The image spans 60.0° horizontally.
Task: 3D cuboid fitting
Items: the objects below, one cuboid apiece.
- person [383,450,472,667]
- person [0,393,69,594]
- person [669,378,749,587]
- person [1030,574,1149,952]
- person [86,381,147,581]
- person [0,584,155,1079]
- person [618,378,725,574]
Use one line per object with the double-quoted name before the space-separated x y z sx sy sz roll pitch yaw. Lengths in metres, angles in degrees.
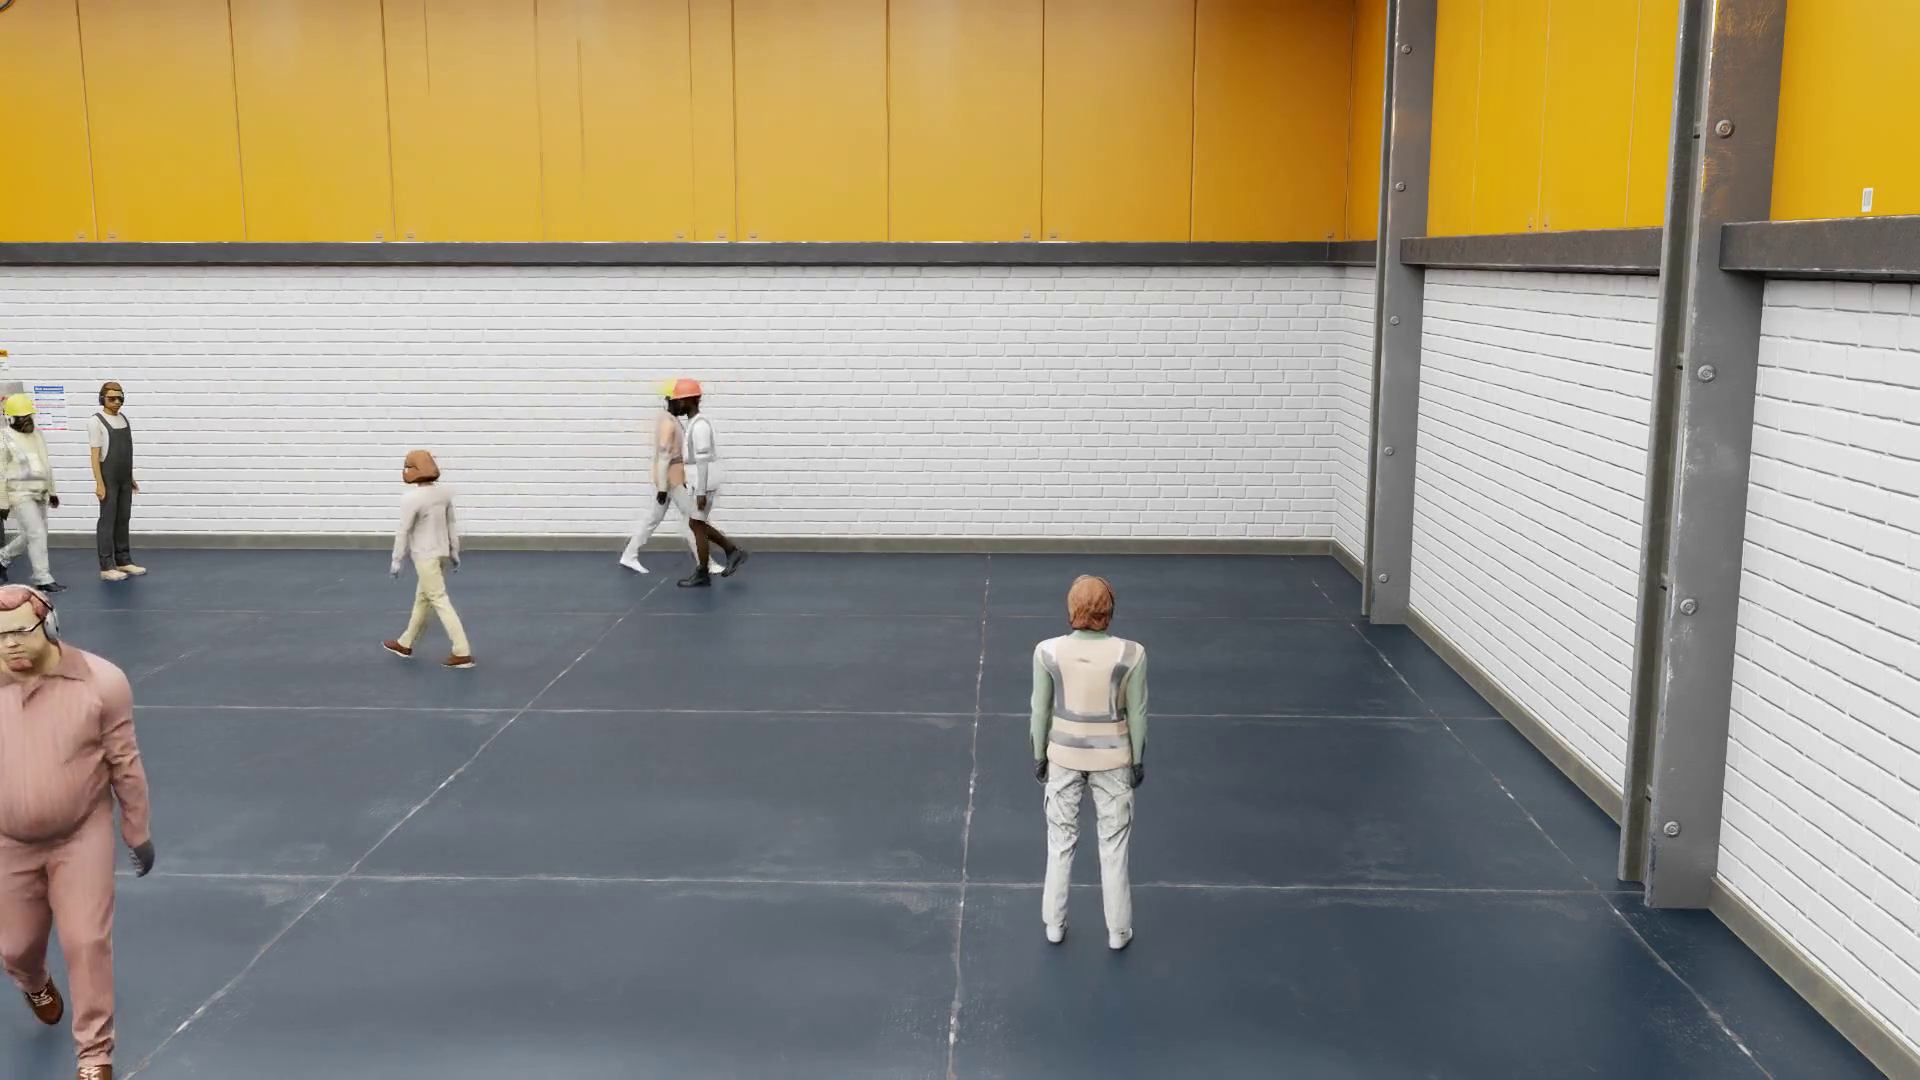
"person" -3.929 0.133 12.162 0.845 1.579 0.520 3 10 19
"person" -8.339 -0.408 14.734 0.729 1.803 0.594 1 10 4
"person" -2.305 -0.520 15.068 0.617 1.915 0.579 -3 10 -16
"person" 0.554 0.965 7.190 0.511 1.634 0.312 2 10 14
"person" -7.851 -0.553 15.456 0.329 1.841 0.509 2 10 10
"person" -3.315 1.043 6.044 0.683 1.873 0.781 -4 11 -23
"person" -2.744 -0.588 15.622 1.033 1.873 0.606 -1 10 -9
